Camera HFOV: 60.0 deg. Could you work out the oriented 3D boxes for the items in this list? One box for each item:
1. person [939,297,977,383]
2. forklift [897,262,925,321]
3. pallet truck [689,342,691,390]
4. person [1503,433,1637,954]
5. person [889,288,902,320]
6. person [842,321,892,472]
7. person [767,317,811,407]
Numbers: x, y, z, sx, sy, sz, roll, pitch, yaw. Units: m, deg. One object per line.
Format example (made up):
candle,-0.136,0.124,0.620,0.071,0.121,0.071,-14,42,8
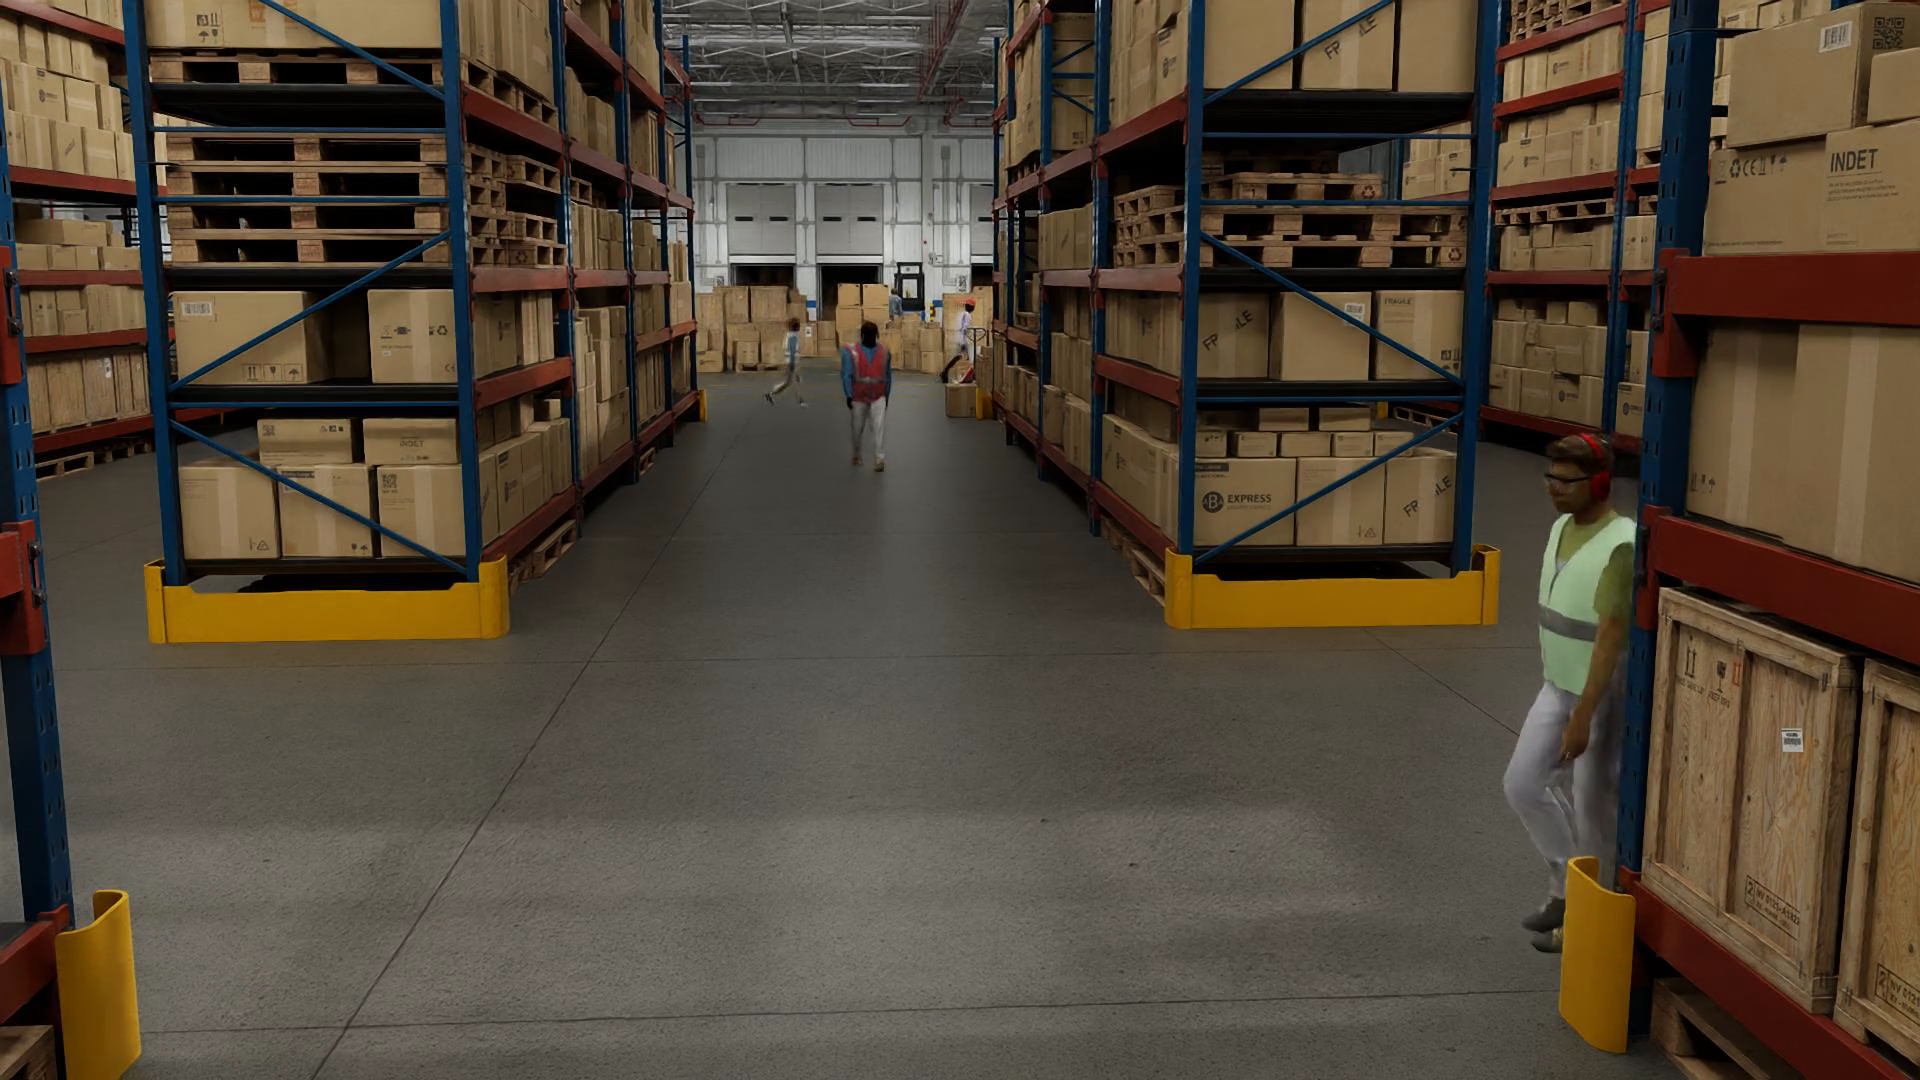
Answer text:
person,0.019,-4.342,36.195,0.918,1.902,0.565,-3,9,-17
forklift,-1.795,-8.581,59.711,1.129,2.768,1.873,-1,9,-4
pallet truck,-5.225,-3.008,27.480,1.885,1.965,0.823,2,9,14
person,2.129,0.541,5.731,0.488,1.821,0.573,-1,9,-7
person,-2.303,-7.826,57.972,0.635,1.927,0.372,4,10,23
person,-1.136,-1.753,20.215,0.621,1.811,0.876,-2,9,-12
person,-3.062,-3.167,29.701,0.691,1.615,0.522,-2,9,-13
